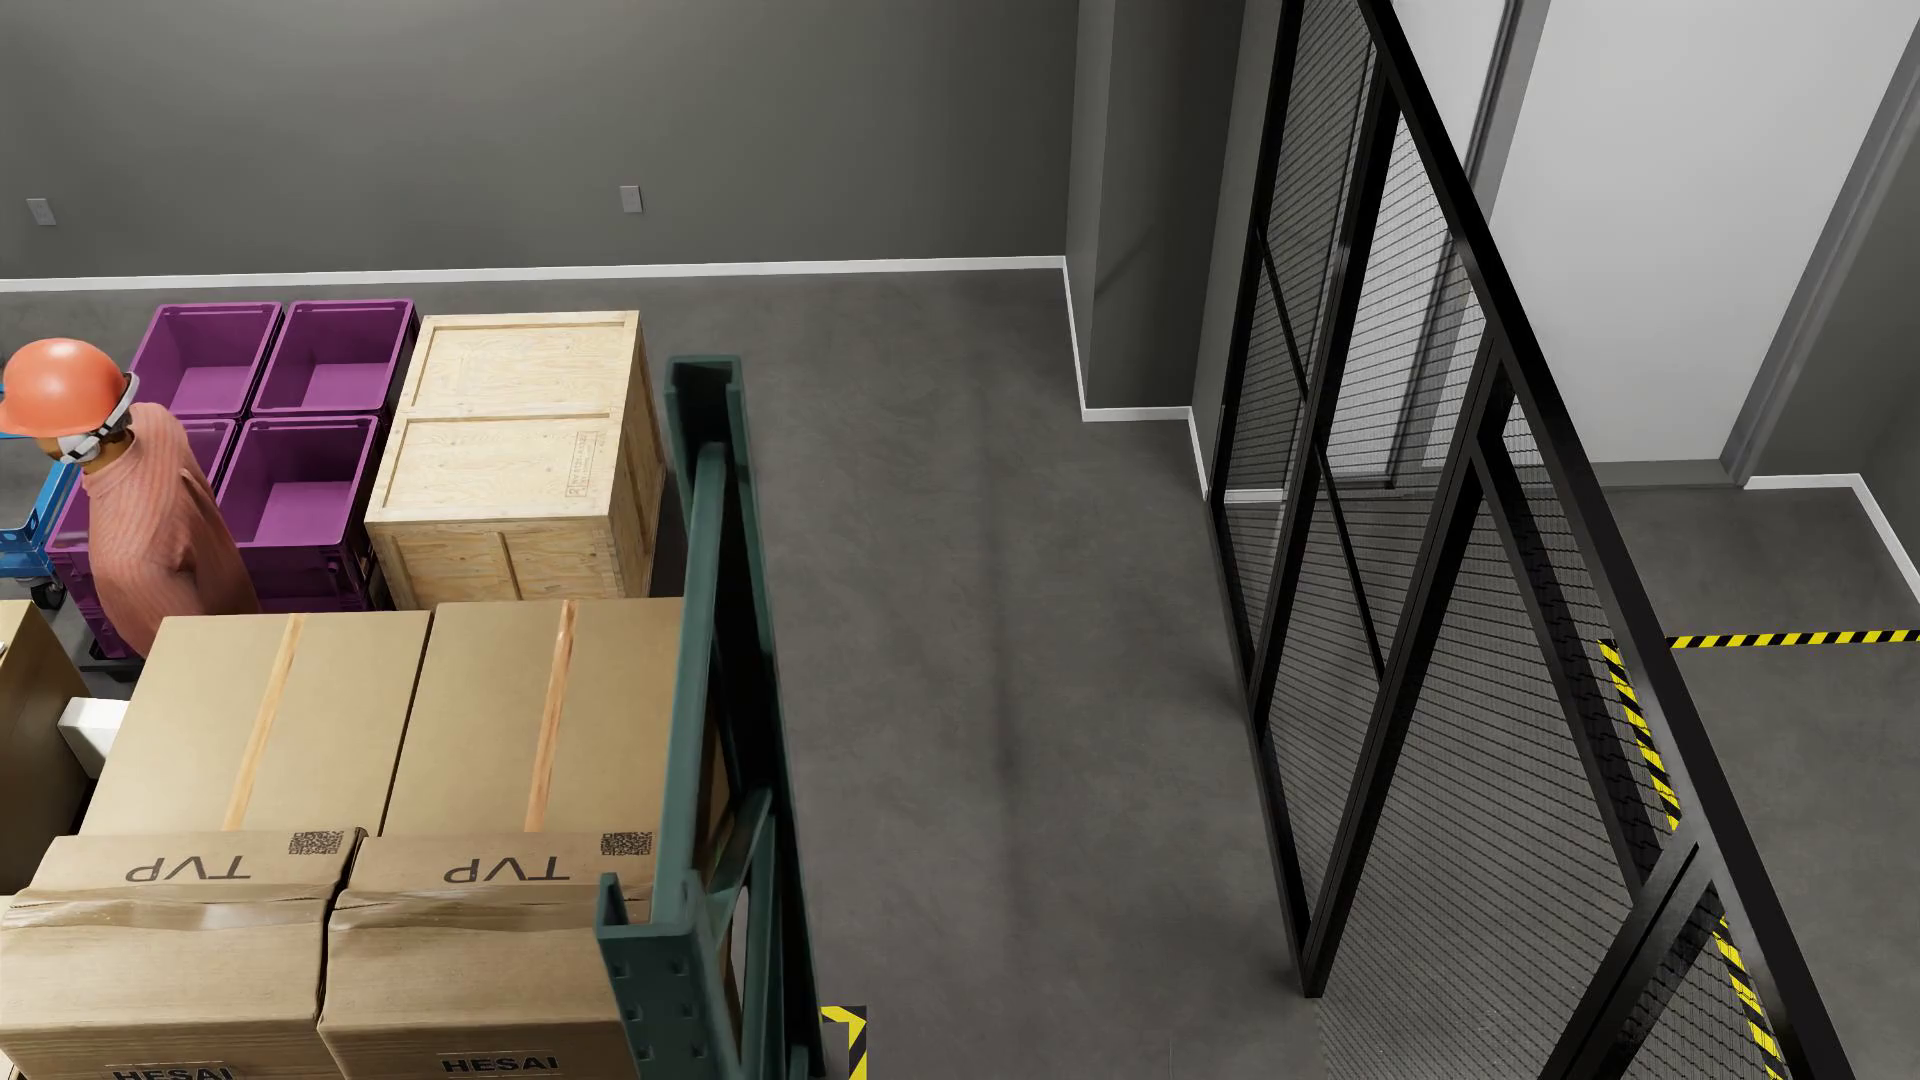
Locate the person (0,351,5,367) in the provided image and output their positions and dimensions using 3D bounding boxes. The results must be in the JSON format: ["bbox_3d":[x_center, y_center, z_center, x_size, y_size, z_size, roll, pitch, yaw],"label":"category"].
[{"bbox_3d":[-4.036,-1.273,5.972,0.371,1.941,0.627,-3,46,-3],"label":"person"}]

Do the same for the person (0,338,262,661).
[{"bbox_3d":[-2.053,0.256,4.473,0.385,1.993,0.624,-12,48,-12],"label":"person"}]
